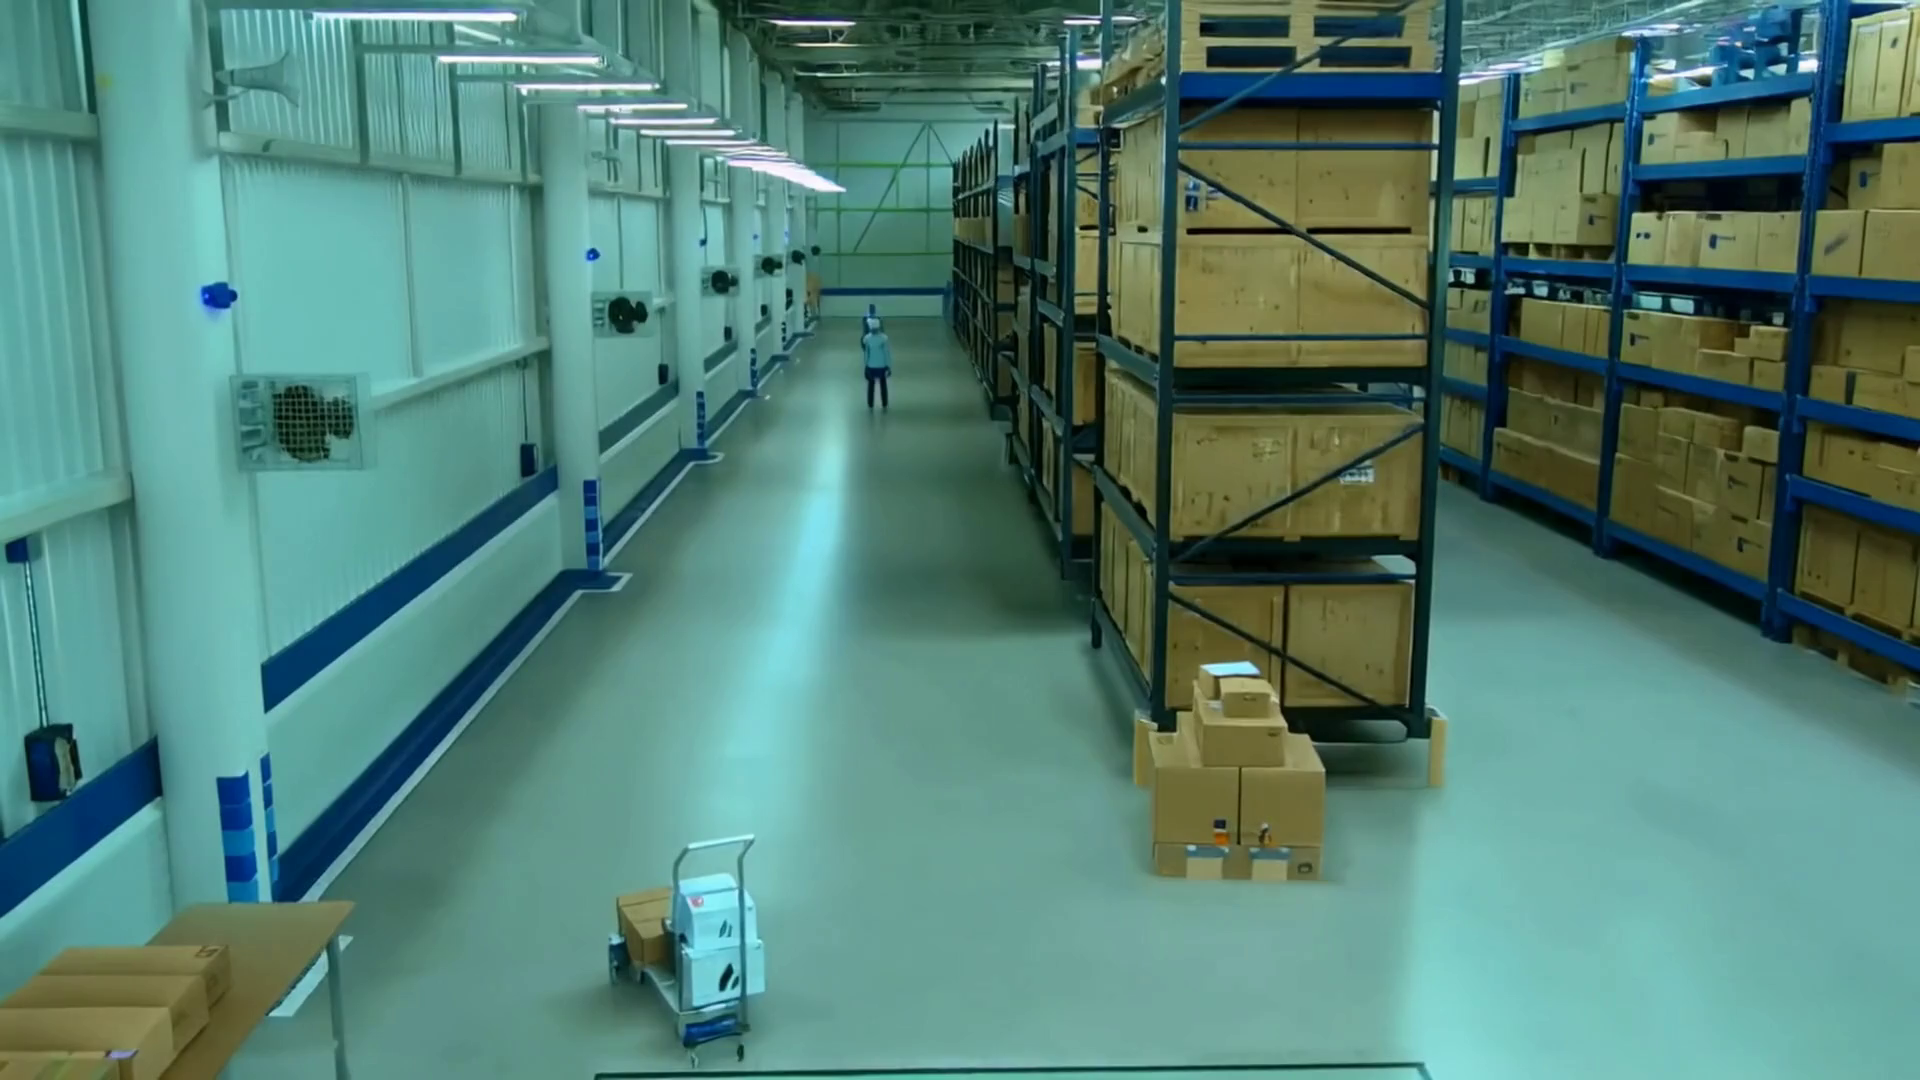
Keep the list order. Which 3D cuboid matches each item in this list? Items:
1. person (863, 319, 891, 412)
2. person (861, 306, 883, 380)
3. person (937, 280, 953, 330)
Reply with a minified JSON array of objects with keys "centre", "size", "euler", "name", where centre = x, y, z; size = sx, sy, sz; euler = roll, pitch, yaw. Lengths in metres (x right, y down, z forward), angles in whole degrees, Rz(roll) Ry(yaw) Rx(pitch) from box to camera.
[{"centre":[-1.783,-3.735,35.623],"size":[0.616,1.987,0.407],"euler":[0,11,-1],"name":"person"},{"centre":[-2.255,-5.050,42.676],"size":[0.598,1.906,0.413],"euler":[-2,11,-10],"name":"person"},{"centre":[-0.384,-8.798,62.283],"size":[0.846,1.863,0.641],"euler":[-3,11,-15],"name":"person"}]
